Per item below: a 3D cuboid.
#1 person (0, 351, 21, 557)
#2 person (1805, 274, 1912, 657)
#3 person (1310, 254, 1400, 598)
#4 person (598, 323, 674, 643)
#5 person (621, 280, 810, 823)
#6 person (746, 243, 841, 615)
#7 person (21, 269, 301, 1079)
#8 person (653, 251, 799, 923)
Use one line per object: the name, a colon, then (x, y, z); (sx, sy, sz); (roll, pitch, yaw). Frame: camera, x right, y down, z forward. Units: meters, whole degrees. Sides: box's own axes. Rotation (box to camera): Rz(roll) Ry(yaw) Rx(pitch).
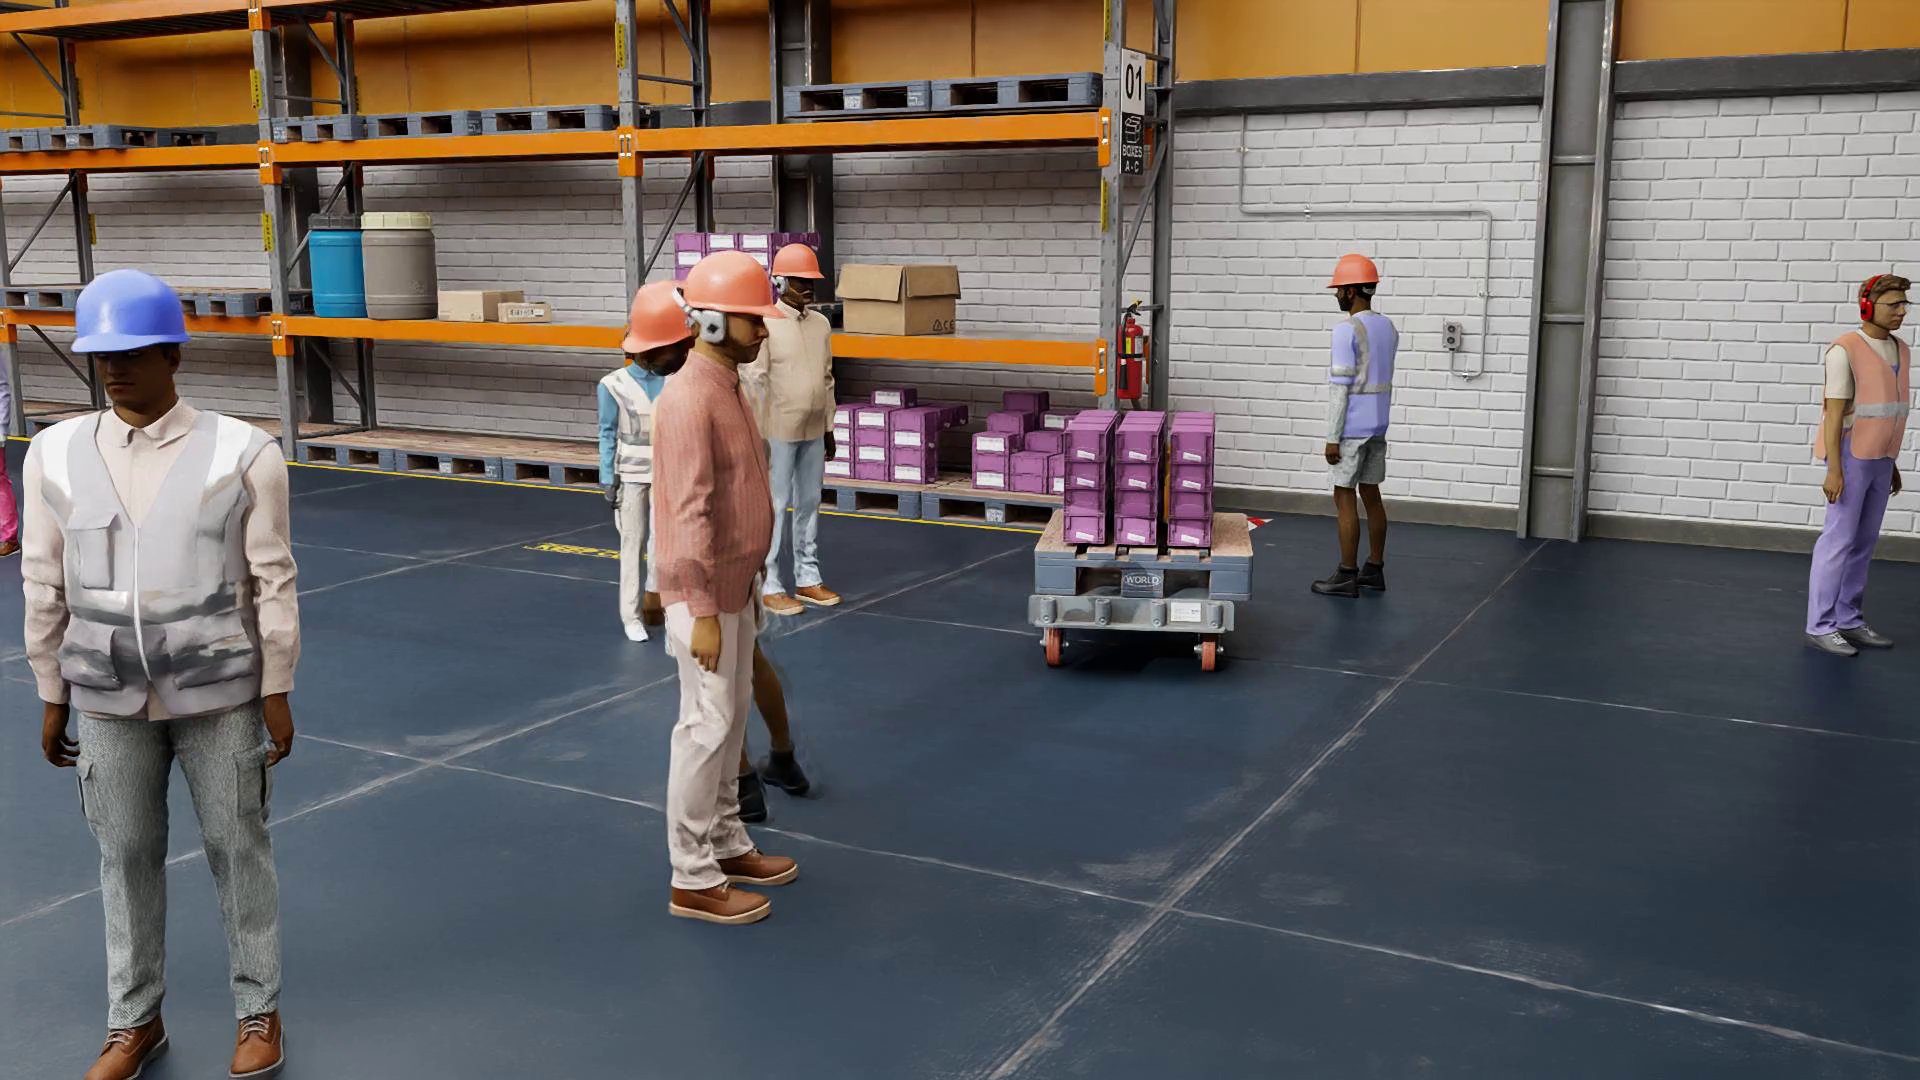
person: (-6.215, -0.698, 10.513); (0.507, 1.631, 0.266); (4, 11, 20)
person: (4.394, -0.370, 8.132); (0.575, 1.843, 0.375); (-7, 12, -32)
person: (2.223, -0.639, 9.400); (0.552, 1.929, 0.392); (-10, 14, -43)
person: (-1.564, -0.303, 8.365); (0.527, 1.630, 0.314); (-7, 13, -35)
person: (-0.839, 0.046, 5.755); (0.413, 1.883, 0.724); (5, 12, 27)
person: (-0.888, -0.595, 8.992); (0.399, 1.988, 0.614); (8, 13, 39)
person: (-1.872, 0.346, 3.933); (0.605, 1.948, 0.391); (-2, 10, -9)
person: (-0.703, 0.145, 4.946); (0.411, 1.983, 0.616); (1, 10, 4)
